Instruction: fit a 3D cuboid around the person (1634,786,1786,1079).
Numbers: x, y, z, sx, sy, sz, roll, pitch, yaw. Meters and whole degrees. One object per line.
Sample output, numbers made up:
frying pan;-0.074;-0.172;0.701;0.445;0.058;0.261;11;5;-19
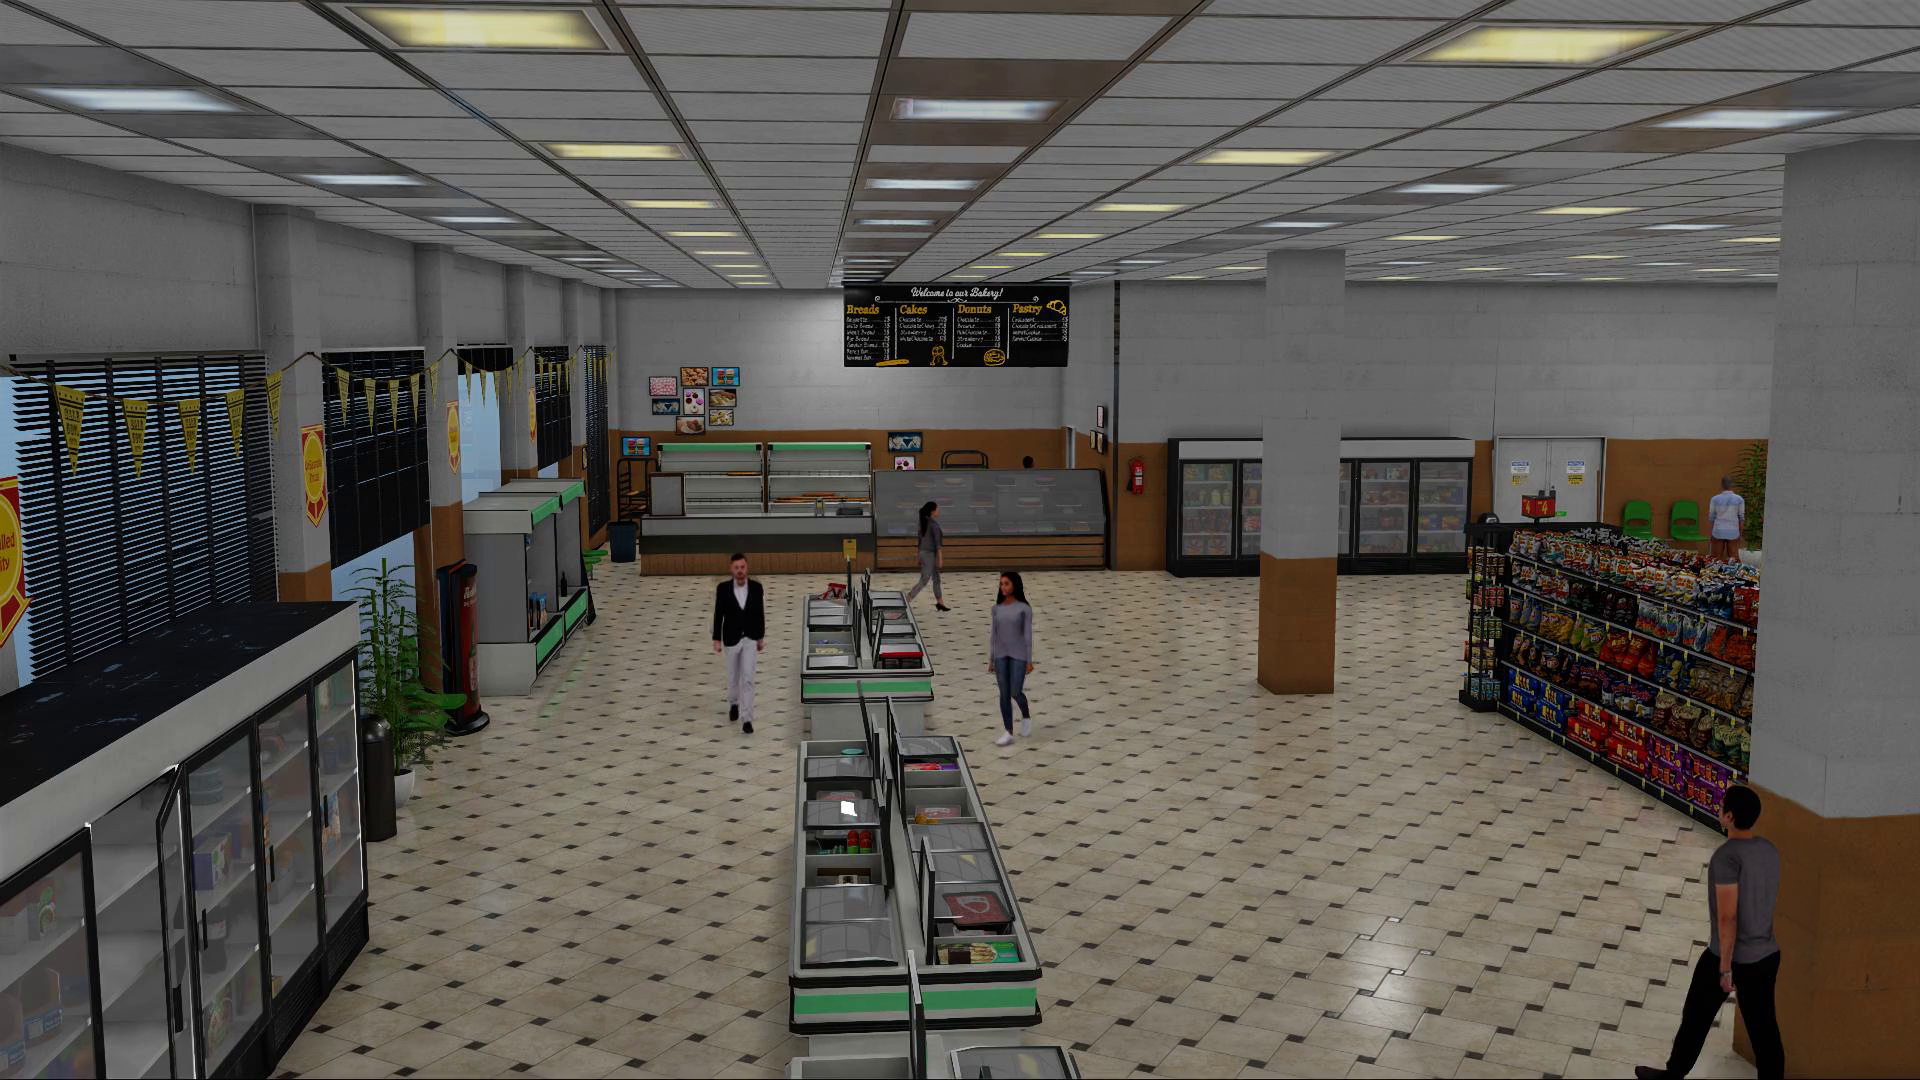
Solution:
person;4.035;2.139;8.440;0.851;1.728;1.065;-4;8;-28

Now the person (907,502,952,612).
person;-0.528;0.303;24.015;1.008;1.637;1.155;-4;8;-29

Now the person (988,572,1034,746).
person;0.558;1.167;16.496;0.791;1.725;0.851;4;8;31

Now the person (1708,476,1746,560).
person;12.281;-0.112;26.666;0.766;1.824;0.735;3;7;22

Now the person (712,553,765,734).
person;-2.280;1.048;17.159;0.802;1.803;1.231;-1;7;-11
